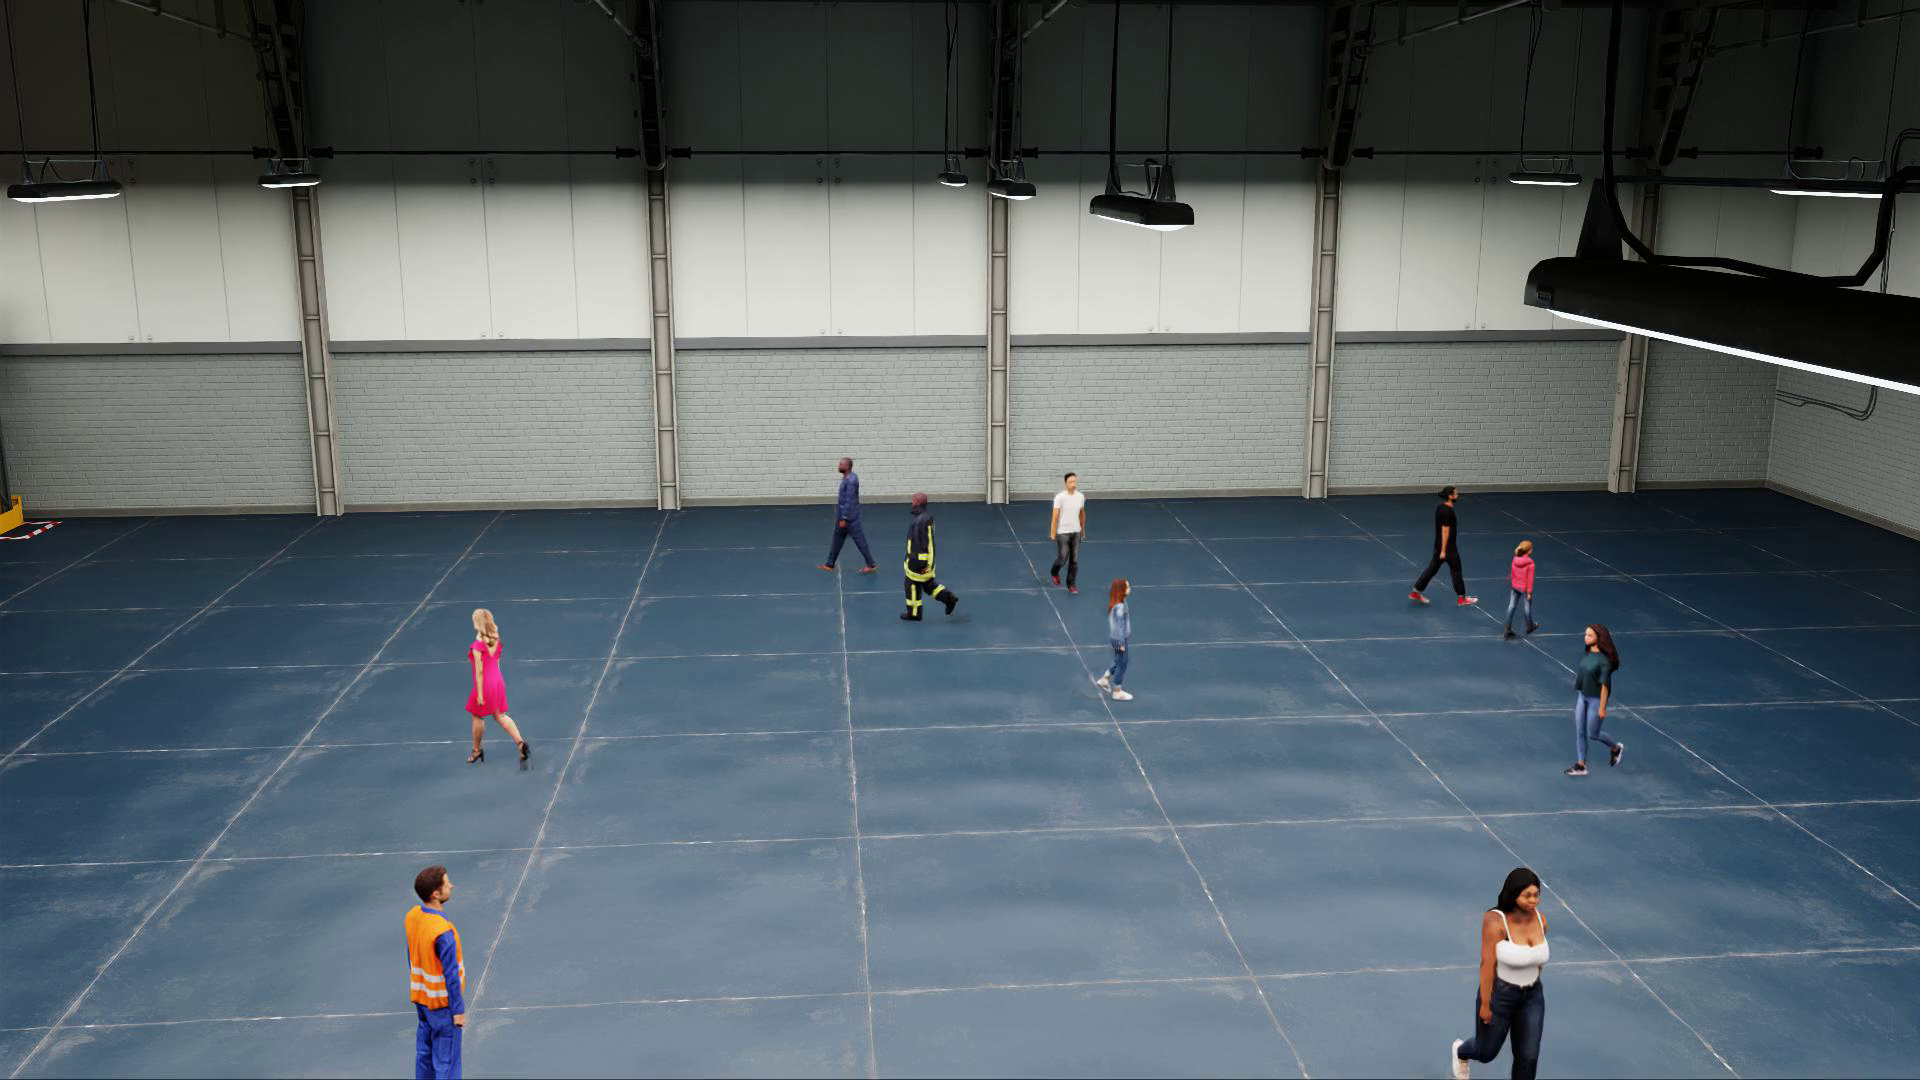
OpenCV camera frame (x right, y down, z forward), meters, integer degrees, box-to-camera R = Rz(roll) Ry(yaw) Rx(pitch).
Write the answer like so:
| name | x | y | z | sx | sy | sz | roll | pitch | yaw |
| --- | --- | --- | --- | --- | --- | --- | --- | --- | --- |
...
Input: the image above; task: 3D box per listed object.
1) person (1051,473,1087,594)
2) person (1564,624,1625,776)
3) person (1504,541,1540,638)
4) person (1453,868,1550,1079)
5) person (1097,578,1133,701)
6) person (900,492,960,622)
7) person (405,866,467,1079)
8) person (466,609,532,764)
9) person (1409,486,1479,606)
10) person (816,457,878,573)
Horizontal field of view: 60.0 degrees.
| name | x | y | z | sx | sy | sz | roll | pitch | yaw |
| --- | --- | --- | --- | --- | --- | --- | --- | --- | --- |
| person | 1.557 | -0.122 | 24.318 | 0.811 | 1.788 | 0.849 | -6 | 14 | -24 |
| person | 6.566 | 1.648 | 17.079 | 0.900 | 1.605 | 0.660 | -3 | 13 | -13 |
| person | 7.376 | 0.676 | 21.988 | 0.963 | 1.284 | 0.822 | -10 | 16 | -37 |
| person | 3.549 | 2.980 | 10.923 | 1.029 | 1.787 | 0.767 | -3 | 13 | -12 |
| person | 1.797 | 1.162 | 19.483 | 0.657 | 1.468 | 0.606 | 0 | 13 | 1 |
| person | -0.438 | 0.232 | 22.750 | 1.157 | 1.804 | 0.963 | 3 | 13 | 14 |
| person | -3.369 | 2.981 | 10.750 | 0.785 | 1.864 | 0.826 | 12 | 18 | 43 |
| person | -4.817 | 1.558 | 17.274 | 1.086 | 1.692 | 0.892 | 6 | 14 | 25 |
| person | 6.752 | 0.109 | 23.476 | 1.173 | 1.716 | 0.669 | 0 | 13 | 0 |
| person | -1.592 | -0.342 | 25.305 | 1.180 | 1.771 | 0.777 | -3 | 13 | -11 |
